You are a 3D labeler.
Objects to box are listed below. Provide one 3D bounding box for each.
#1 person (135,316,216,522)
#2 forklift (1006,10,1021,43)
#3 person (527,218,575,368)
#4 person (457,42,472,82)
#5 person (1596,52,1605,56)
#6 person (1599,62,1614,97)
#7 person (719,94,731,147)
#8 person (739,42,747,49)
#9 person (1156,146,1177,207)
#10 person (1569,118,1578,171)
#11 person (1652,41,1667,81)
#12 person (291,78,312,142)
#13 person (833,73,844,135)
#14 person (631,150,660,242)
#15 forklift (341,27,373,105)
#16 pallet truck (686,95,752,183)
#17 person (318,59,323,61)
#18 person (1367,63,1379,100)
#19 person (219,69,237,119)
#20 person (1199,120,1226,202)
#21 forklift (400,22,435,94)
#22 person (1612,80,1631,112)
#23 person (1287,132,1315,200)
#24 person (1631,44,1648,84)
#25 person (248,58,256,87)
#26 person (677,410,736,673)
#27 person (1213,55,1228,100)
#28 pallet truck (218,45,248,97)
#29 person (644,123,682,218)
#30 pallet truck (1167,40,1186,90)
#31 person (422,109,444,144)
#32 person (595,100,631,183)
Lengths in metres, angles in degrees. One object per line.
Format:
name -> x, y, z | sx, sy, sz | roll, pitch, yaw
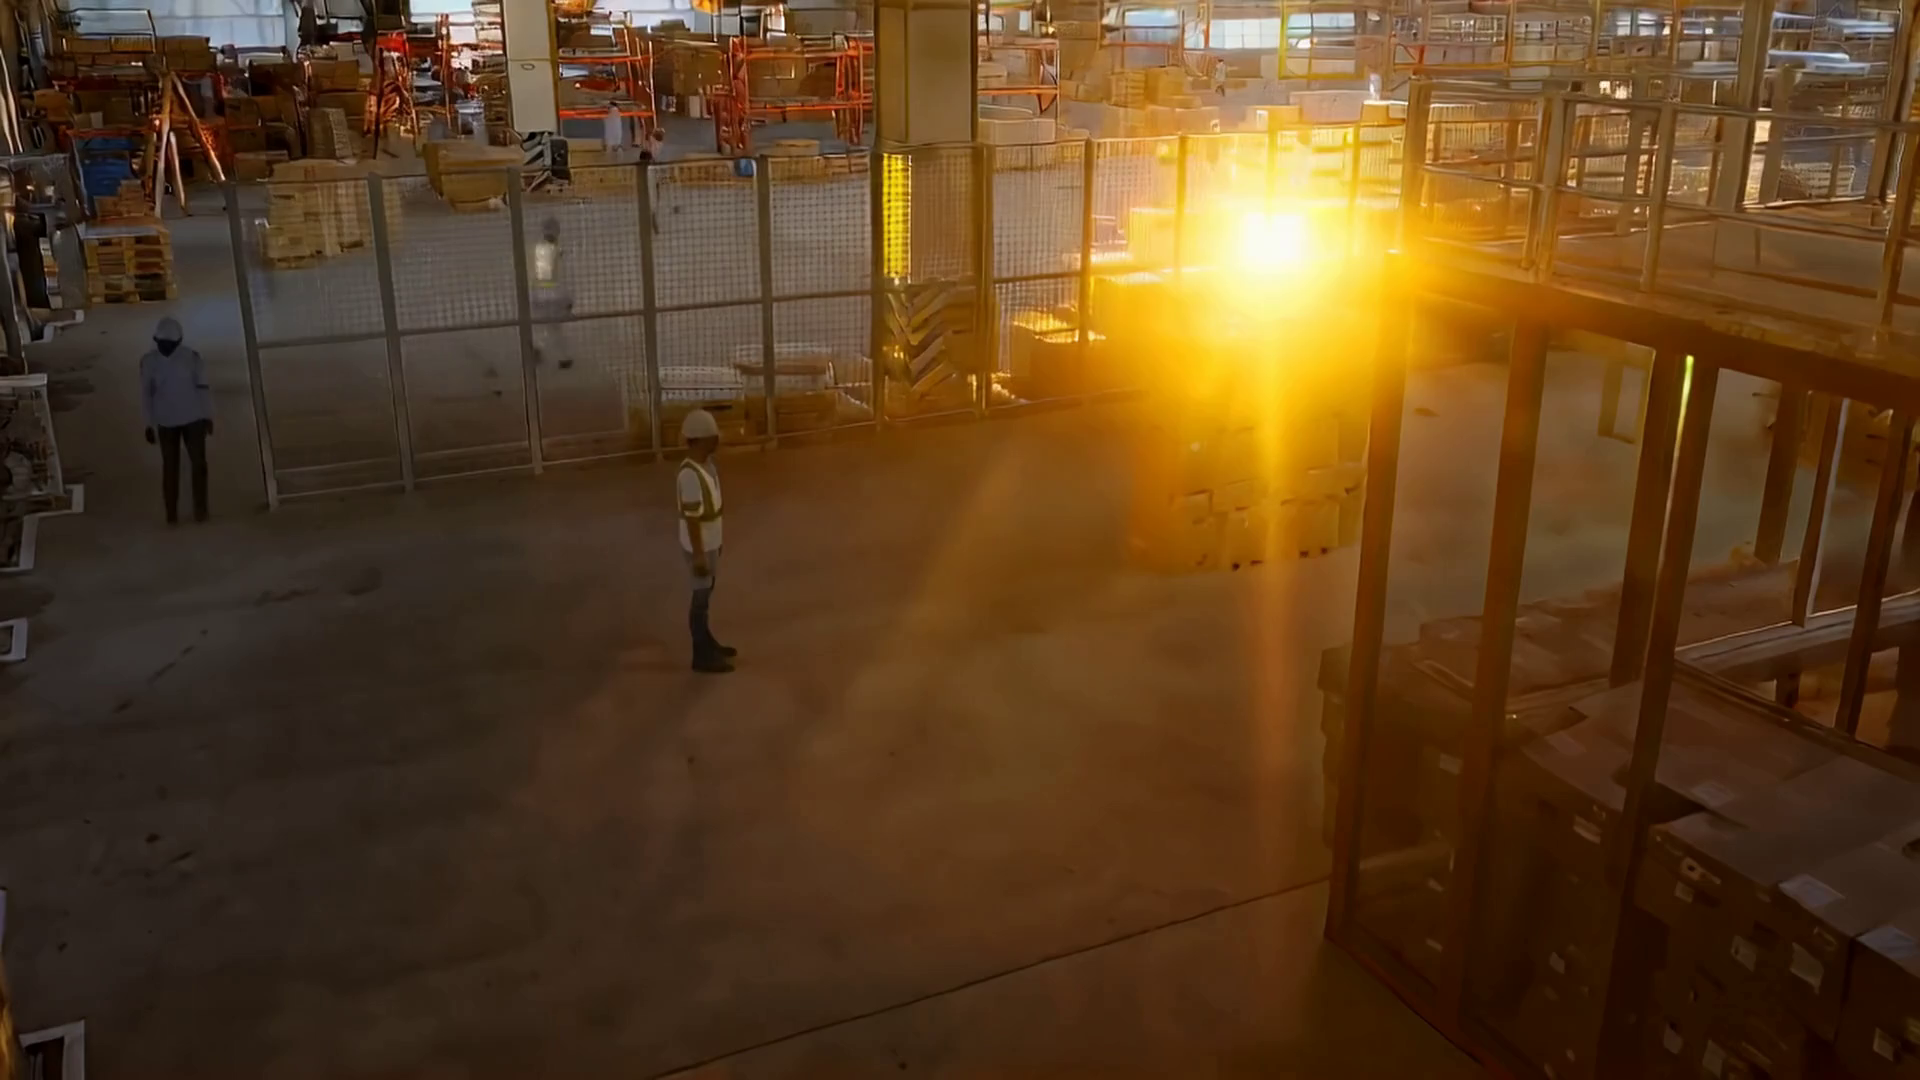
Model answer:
person -> -7.180, -1.112, 15.297 | 0.664, 1.949, 0.550 | -7, 20, -20
forklift -> 2.706, -25.353, 84.164 | 1.873, 2.768, 1.129 | -9, 21, -25
person -> -5.209, -3.102, 21.100 | 0.621, 1.927, 0.613 | 6, 20, 16
person -> -20.846, -20.006, 70.121 | 0.629, 1.919, 0.770 | 0, 19, -1
person -> 28.764, -21.531, 74.959 | 0.523, 1.638, 0.310 | 4, 20, 12
person -> 23.223, -16.261, 59.632 | 0.822, 1.656, 0.550 | -12, 22, -31
person -> -6.309, -11.045, 44.433 | 0.516, 1.715, 0.555 | -16, 25, -39
person -> -9.286, -20.453, 71.446 | 0.625, 1.890, 0.563 | -8, 20, -21
person -> 3.841, -6.147, 29.992 | 0.691, 1.890, 0.608 | 2, 19, 5
person -> 13.976, -9.121, 38.401 | 0.410, 2.035, 0.601 | -3, 19, -9
person -> 31.391, -21.570, 74.674 | 0.641, 1.904, 0.401 | -5, 20, -14
person -> -19.190, -12.568, 48.648 | 0.609, 1.859, 0.752 | -15, 24, -37
person -> -3.653, -13.343, 50.913 | 0.507, 1.846, 0.351 | -18, 26, -42
person -> -5.857, -6.413, 31.061 | 0.557, 1.690, 0.352 | -9, 21, -24
forklift -> -22.275, -17.346, 60.954 | 1.873, 2.768, 1.129 | -9, 21, -25
pallet truck -> -5.836, -9.608, 39.856 | 0.823, 1.965, 1.885 | 10, 22, 27
person -> -22.091, -15.725, 57.763 | 1.014, 1.896, 0.643 | 2, 19, 5
person -> 13.374, -14.415, 53.837 | 0.367, 1.966, 0.606 | 10, 21, 26
person -> -24.963, -15.208, 56.662 | 0.524, 1.614, 0.700 | -1, 19, -3
person -> 5.455, -8.151, 35.919 | 0.493, 1.815, 0.995 | -9, 21, -24
forklift -> -22.141, -19.205, 66.342 | 1.129, 2.768, 1.873 | 14, 23, 35
person -> 20.277, -13.295, 51.070 | 0.541, 1.642, 0.895 | 4, 19, 12
person -> 7.023, -7.397, 33.738 | 0.656, 1.798, 0.949 | -16, 25, -39
person -> 27.919, -19.425, 68.400 | 0.627, 1.940, 0.370 | 4, 19, 11
person -> -24.419, -15.690, 57.587 | 0.375, 1.930, 0.542 | -6, 20, -18
person -> -1.848, 0.001, 12.085 | 0.353, 1.942, 0.545 | 0, 19, 1
person -> 10.090, -17.878, 64.289 | 0.545, 1.685, 0.545 | -11, 22, -29
pallet truck -> -28.879, -18.665, 66.111 | 0.823, 1.965, 1.885 | -3, 19, -9
person -> -6.147, -7.602, 34.211 | 0.591, 1.890, 0.919 | 9, 21, 24
pallet truck -> 9.045, -19.971, 69.895 | 0.823, 1.965, 1.885 | -3, 19, -8
person -> -12.392, -9.264, 39.214 | 0.525, 1.765, 0.329 | 4, 19, 11
person -> -8.295, -9.485, 39.573 | 0.967, 1.948, 0.620 | 11, 22, 29
